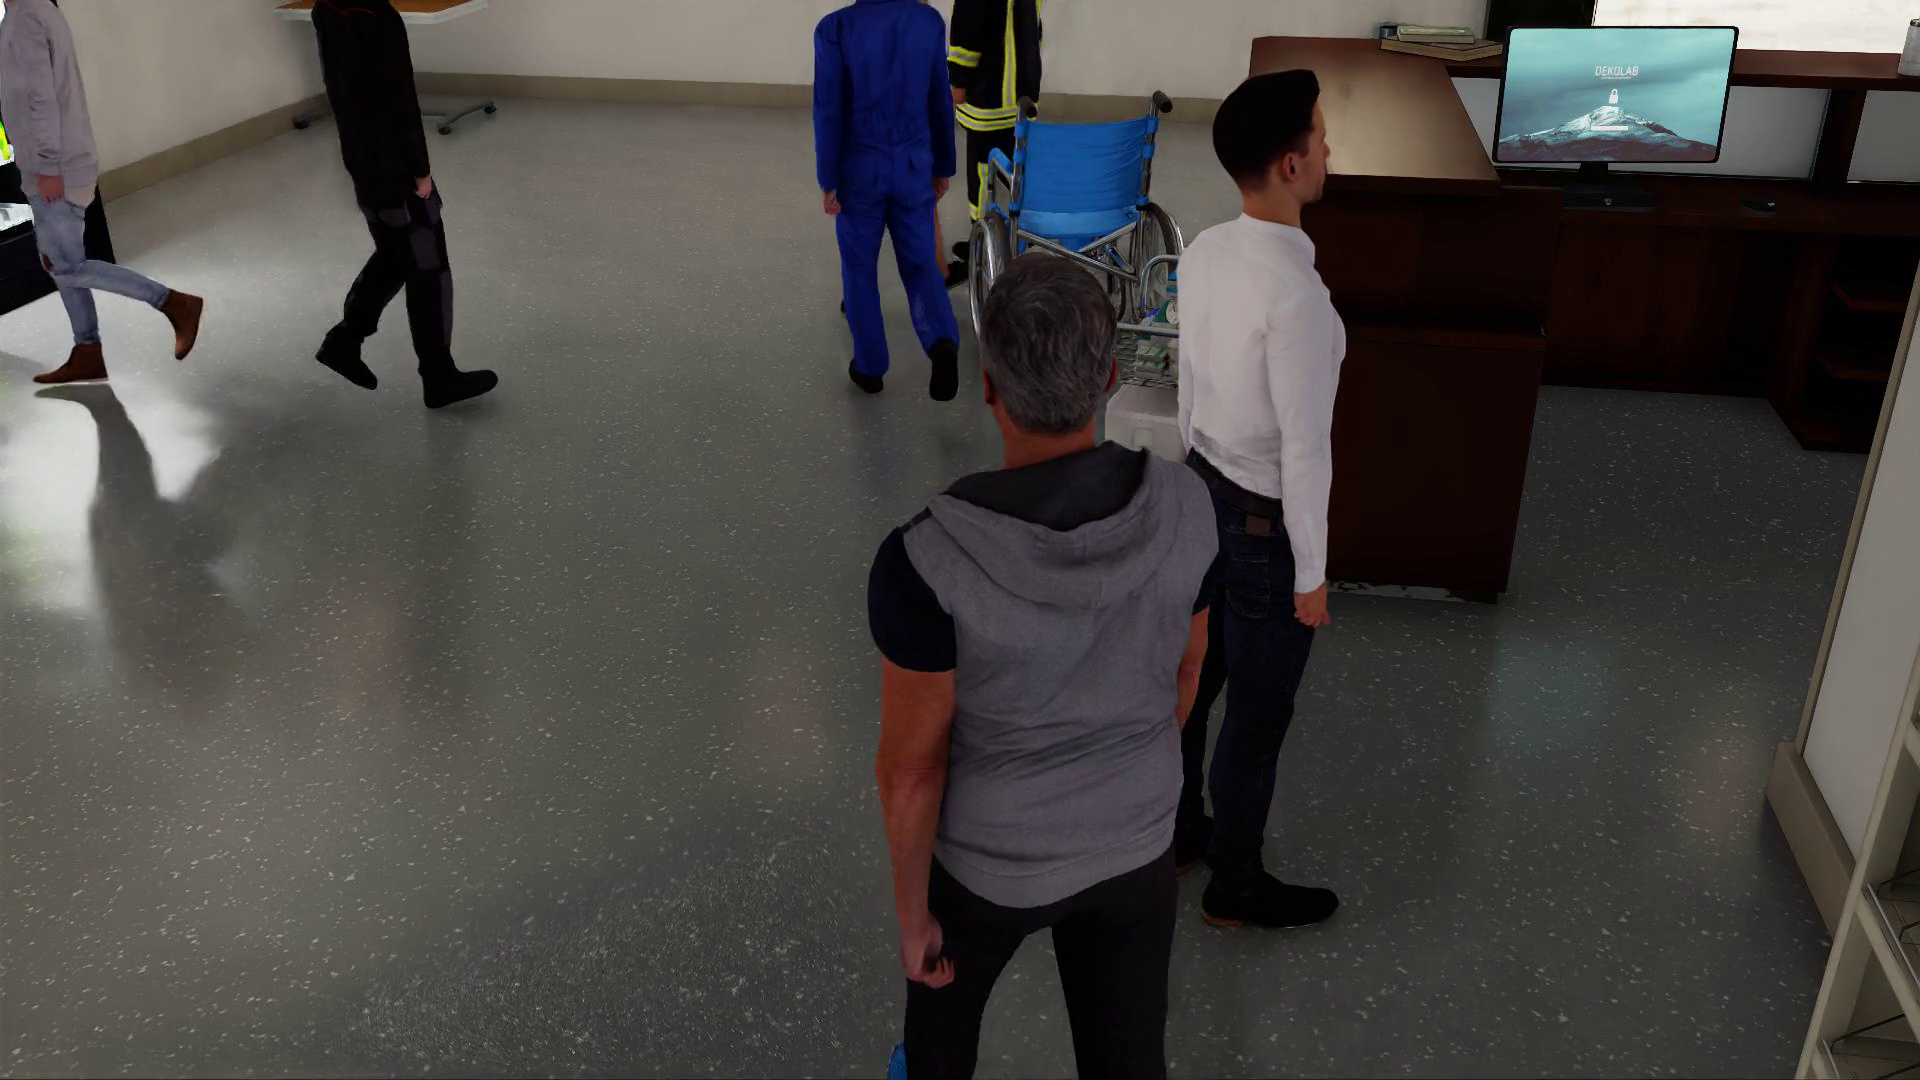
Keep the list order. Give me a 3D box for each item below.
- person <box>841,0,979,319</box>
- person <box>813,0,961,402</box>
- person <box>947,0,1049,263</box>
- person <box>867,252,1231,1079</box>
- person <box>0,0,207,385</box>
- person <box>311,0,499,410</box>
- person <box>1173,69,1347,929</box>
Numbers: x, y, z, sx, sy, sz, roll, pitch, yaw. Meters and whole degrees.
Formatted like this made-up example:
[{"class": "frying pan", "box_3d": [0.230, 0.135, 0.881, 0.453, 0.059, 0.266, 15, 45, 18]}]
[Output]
[{"class": "person", "box_3d": [-0.347, -1.711, 7.386, 1.137, 1.509, 1.044, -22, 33, -38]}, {"class": "person", "box_3d": [-0.255, -1.372, 6.339, 1.015, 1.808, 1.148, -9, 27, -18]}, {"class": "person", "box_3d": [0.261, -2.251, 8.046, 0.979, 1.909, 0.867, 14, 29, 26]}, {"class": "person", "box_3d": [0.171, 0.532, 2.410, 0.984, 1.792, 1.168, -6, 26, -12]}, {"class": "person", "box_3d": [-3.478, -1.485, 6.557, 1.030, 1.824, 1.020, -10, 28, -20]}, {"class": "person", "box_3d": [-2.206, -1.384, 6.261, 0.952, 1.898, 1.047, 23, 34, 39]}, {"class": "person", "box_3d": [0.594, -0.038, 3.499, 0.781, 1.872, 0.691, -10, 28, -20]}]
